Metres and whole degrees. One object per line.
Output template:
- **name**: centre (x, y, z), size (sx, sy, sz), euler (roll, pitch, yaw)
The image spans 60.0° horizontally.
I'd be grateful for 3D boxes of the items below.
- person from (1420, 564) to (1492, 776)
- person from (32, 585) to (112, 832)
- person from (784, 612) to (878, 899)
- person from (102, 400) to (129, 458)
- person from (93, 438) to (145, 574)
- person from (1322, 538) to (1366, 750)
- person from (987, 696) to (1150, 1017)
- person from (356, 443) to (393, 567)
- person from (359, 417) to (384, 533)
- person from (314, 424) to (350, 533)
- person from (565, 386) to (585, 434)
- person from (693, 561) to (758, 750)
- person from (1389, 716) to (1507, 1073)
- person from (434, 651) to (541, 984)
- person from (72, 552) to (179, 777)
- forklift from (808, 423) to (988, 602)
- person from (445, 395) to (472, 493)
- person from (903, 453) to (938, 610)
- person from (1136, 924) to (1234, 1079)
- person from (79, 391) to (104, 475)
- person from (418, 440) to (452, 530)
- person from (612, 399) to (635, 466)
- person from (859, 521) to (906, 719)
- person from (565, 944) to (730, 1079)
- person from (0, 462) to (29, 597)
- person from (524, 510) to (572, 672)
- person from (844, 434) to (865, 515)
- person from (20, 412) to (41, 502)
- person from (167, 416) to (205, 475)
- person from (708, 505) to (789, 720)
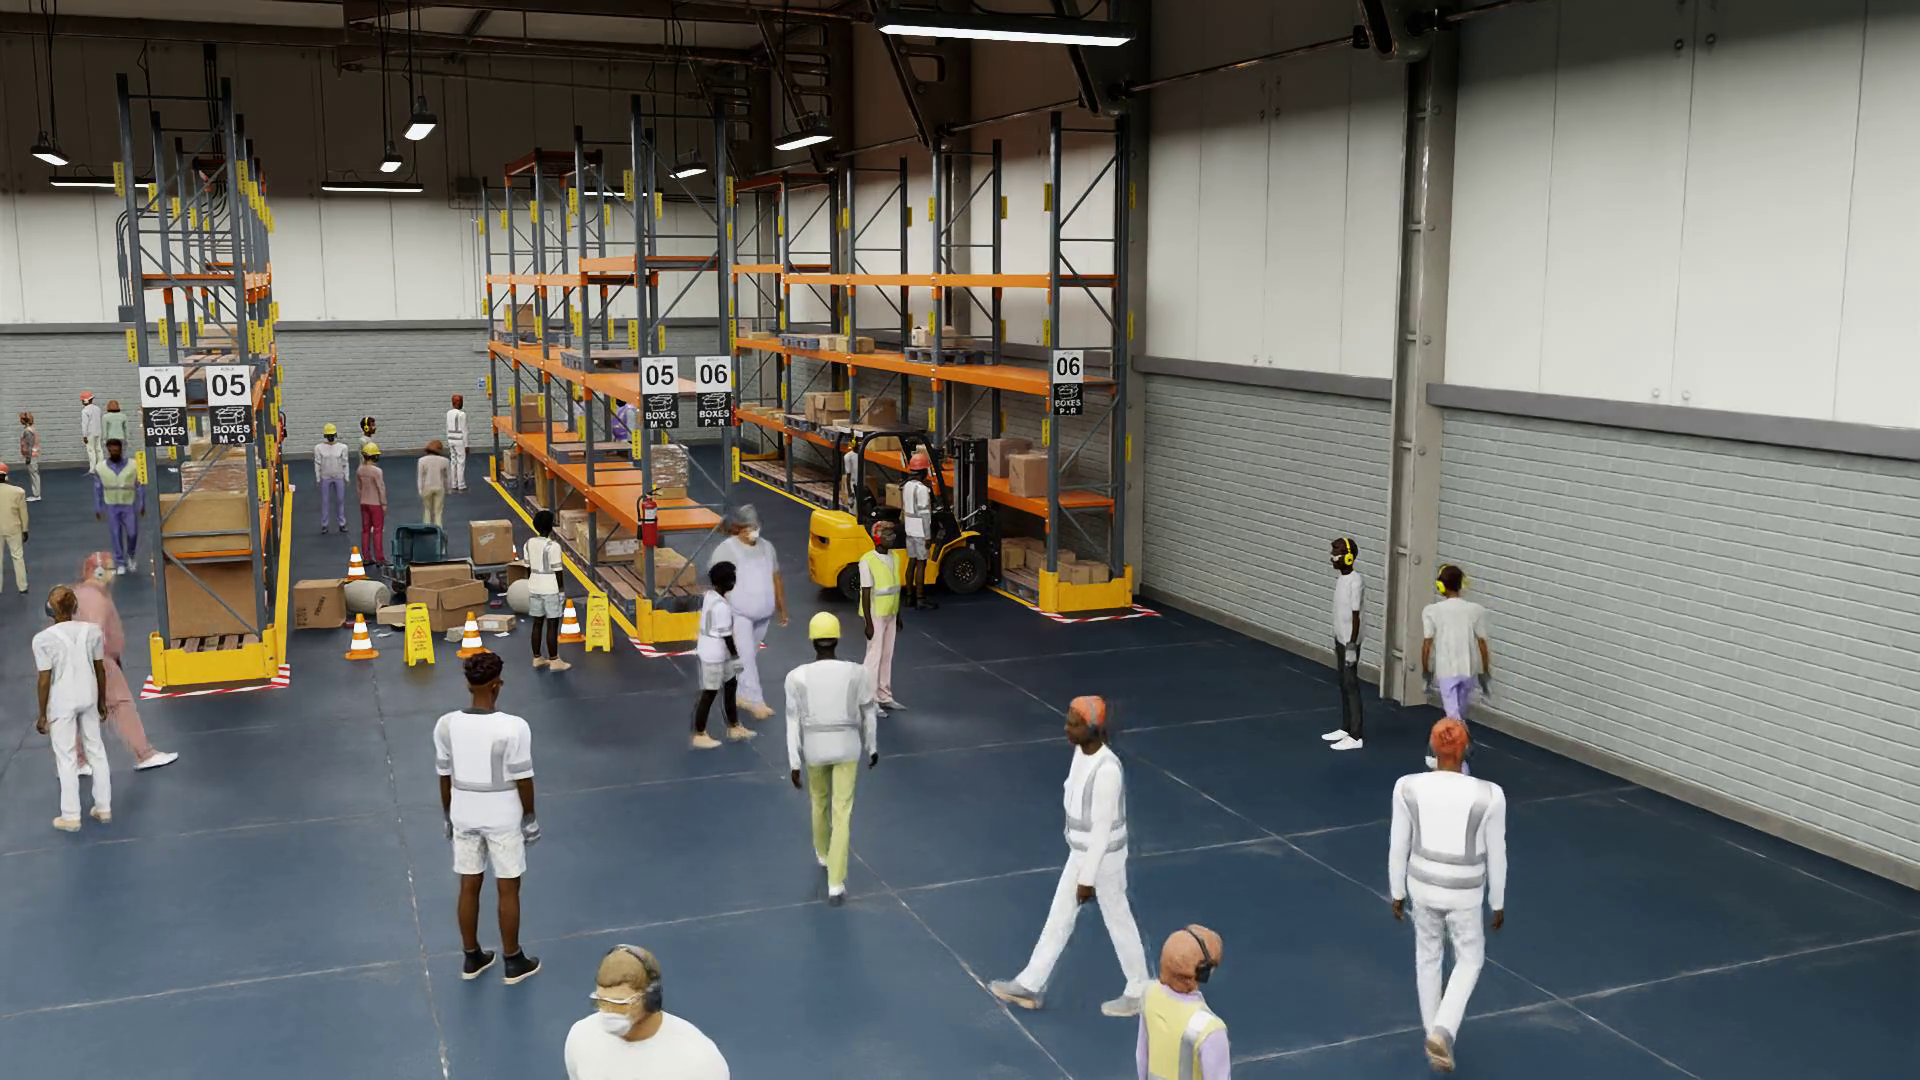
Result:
- **person**: centre (4.007, 1.111, 13.437), size (0.529, 1.803, 0.955), euler (-1, 9, -3)
- **person**: centre (-6.623, 1.247, 12.408), size (0.327, 1.844, 0.514), euler (6, 11, 34)
- **person**: centre (-0.871, 1.418, 11.238), size (0.606, 1.877, 0.985), euler (0, 9, -1)
- **person**: centre (-17.060, -2.011, 33.620), size (0.292, 1.626, 0.507), euler (8, 12, 41)
- **person**: centre (-11.625, -0.464, 22.998), size (0.629, 1.898, 0.497), euler (-4, 10, -25)
- **person**: centre (3.378, 0.900, 14.563), size (0.327, 1.861, 0.510), euler (0, 9, -2)
- **person**: centre (0.652, 1.762, 9.182), size (0.953, 1.835, 0.606), euler (-2, 9, -13)
- **person**: centre (-8.333, -0.495, 23.626), size (0.522, 1.769, 0.311), euler (5, 10, 29)
- **person**: centre (-9.493, -1.049, 26.784), size (0.318, 1.870, 0.531), euler (-3, 10, -19)
- **person**: centre (-10.090, -0.991, 26.745), size (0.523, 1.769, 0.322), euler (-4, 10, -25)
- **person**: centre (-8.018, -2.354, 35.209), size (0.622, 1.798, 0.791), euler (-6, 11, -34)
- **person**: centre (-2.023, 1.003, 14.483), size (0.705, 1.668, 0.543), euler (-2, 9, -14)
- **person**: centre (2.506, 1.839, 8.613), size (0.591, 1.870, 0.625), euler (5, 10, 29)
- **person**: centre (-2.758, 1.618, 9.723), size (0.609, 1.963, 0.366), euler (3, 9, 16)
- **person**: centre (-7.006, 1.018, 13.764), size (0.916, 1.867, 0.666), euler (-7, 12, -39)
- **forklift**: centre (-0.830, -0.399, 21.676), size (2.313, 2.155, 1.214), euler (-4, 10, -21)
- **person**: centre (-9.554, -1.827, 31.662), size (0.575, 1.880, 0.358), euler (7, 11, 38)
- **person**: centre (-0.499, -0.103, 20.605), size (0.342, 1.942, 0.552), euler (-5, 10, -29)
- **person**: centre (0.872, 2.295, 6.465), size (0.307, 1.637, 0.524), euler (-5, 10, -29)
- **person**: centre (-18.025, -2.207, 34.478), size (0.350, 1.743, 0.563), euler (1, 9, 5)
- **person**: centre (-8.114, -0.747, 25.732), size (0.510, 1.593, 0.578), euler (-3, 10, -18)
- **person**: centre (-6.716, -2.041, 33.162), size (0.429, 1.837, 0.630), euler (-7, 11, -37)
- **person**: centre (-0.747, 0.730, 15.649), size (0.387, 1.849, 0.566), euler (5, 10, 29)
- **person**: centre (-1.062, 2.279, 5.661), size (0.641, 1.931, 0.374), euler (4, 10, 25)
- **person**: centre (-12.335, -0.140, 21.470), size (0.563, 1.743, 0.360), euler (-5, 10, -26)
- **person**: centre (-4.325, 0.529, 17.394), size (0.546, 1.695, 0.316), euler (6, 11, 35)
- **person**: centre (-1.513, -0.662, 24.373), size (0.328, 1.865, 0.508), euler (3, 10, 19)
- **person**: centre (-17.053, -1.526, 30.510), size (0.308, 1.641, 0.517), euler (-4, 10, -25)
- **person**: centre (-15.928, -2.280, 34.496), size (0.992, 1.876, 0.593), euler (0, 9, -3)
- **person**: centre (-1.901, 0.650, 15.557), size (0.701, 2.000, 0.958), euler (-9, 13, -44)
